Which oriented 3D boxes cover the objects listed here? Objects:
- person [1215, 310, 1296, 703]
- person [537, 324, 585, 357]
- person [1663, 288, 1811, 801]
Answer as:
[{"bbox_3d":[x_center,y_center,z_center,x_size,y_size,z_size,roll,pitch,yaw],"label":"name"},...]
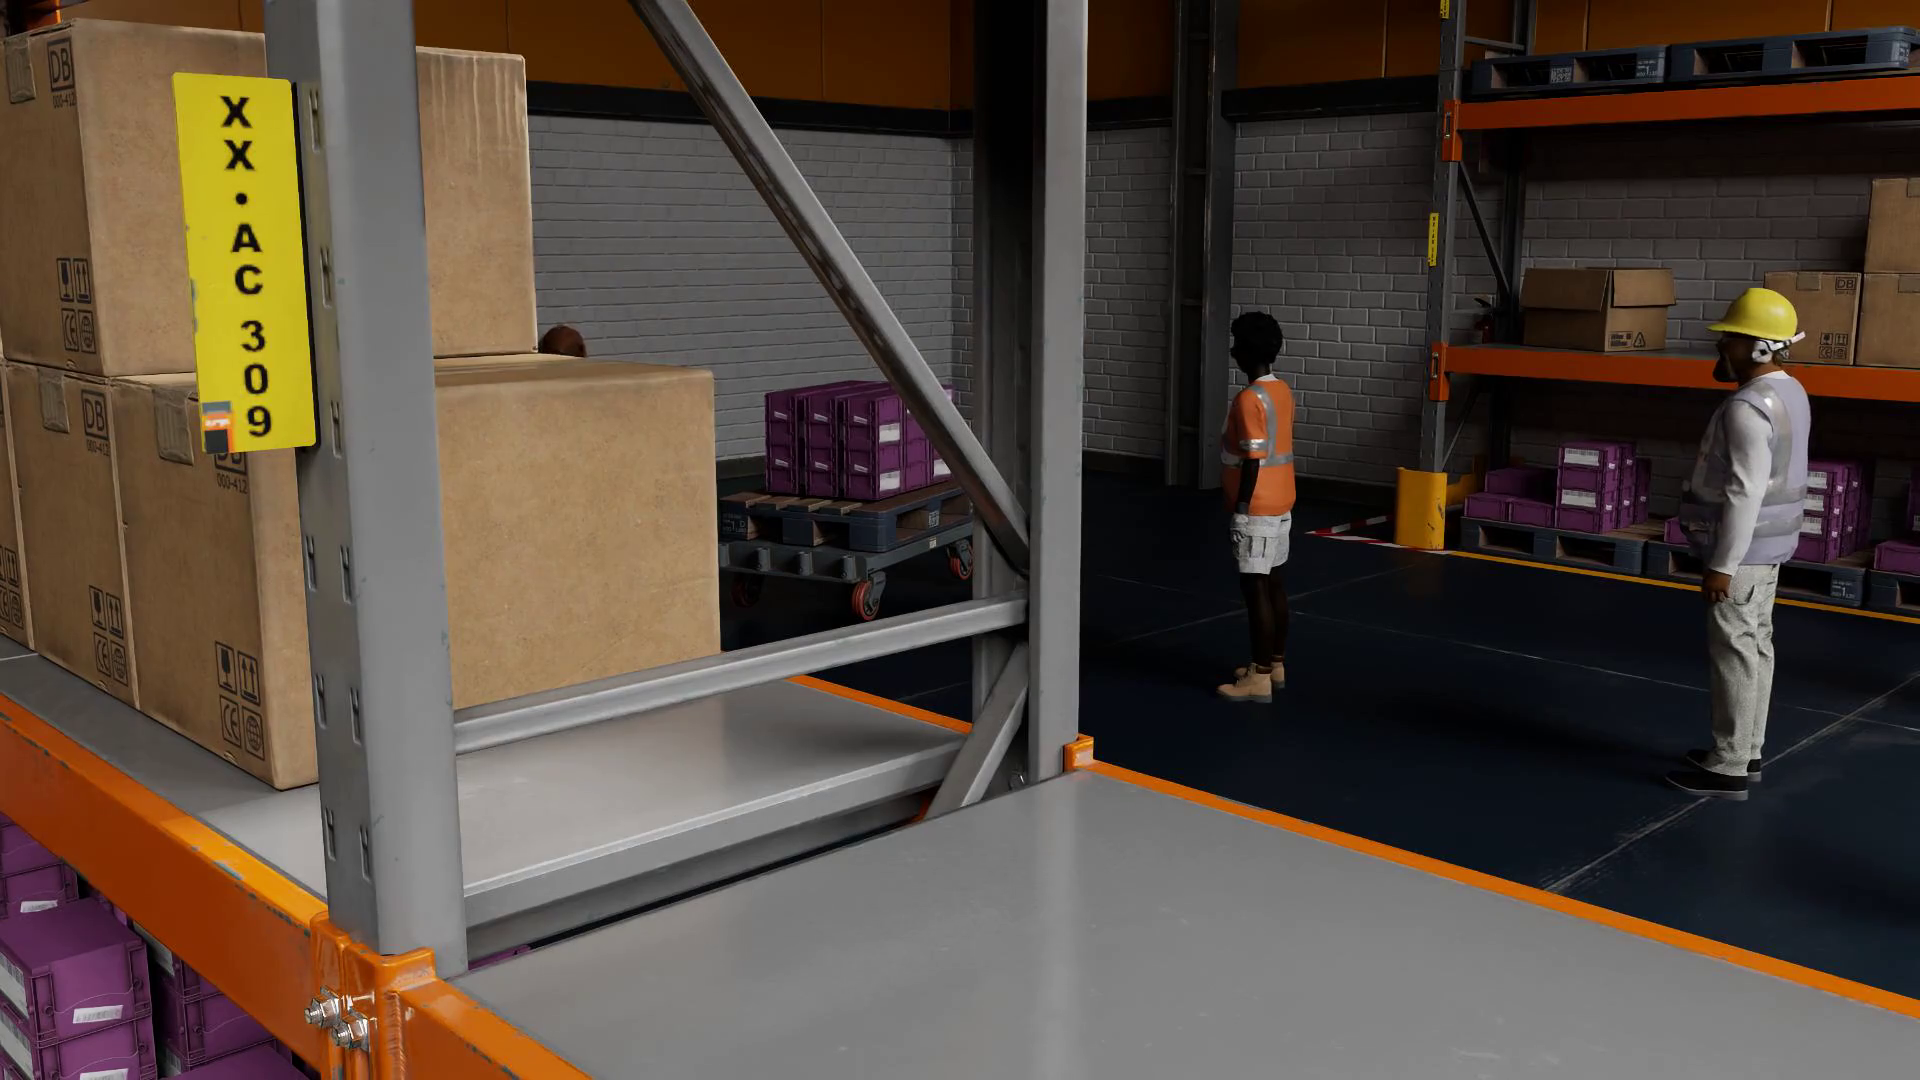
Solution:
[{"bbox_3d":[1.292,-0.140,7.258,0.317,1.690,0.540,5,12,26],"label":"person"},{"bbox_3d":[-1.939,-0.239,8.011,0.513,1.607,0.556,-1,10,-4],"label":"person"},{"bbox_3d":[2.811,0.016,6.012,0.404,1.836,0.600,8,13,37],"label":"person"}]
